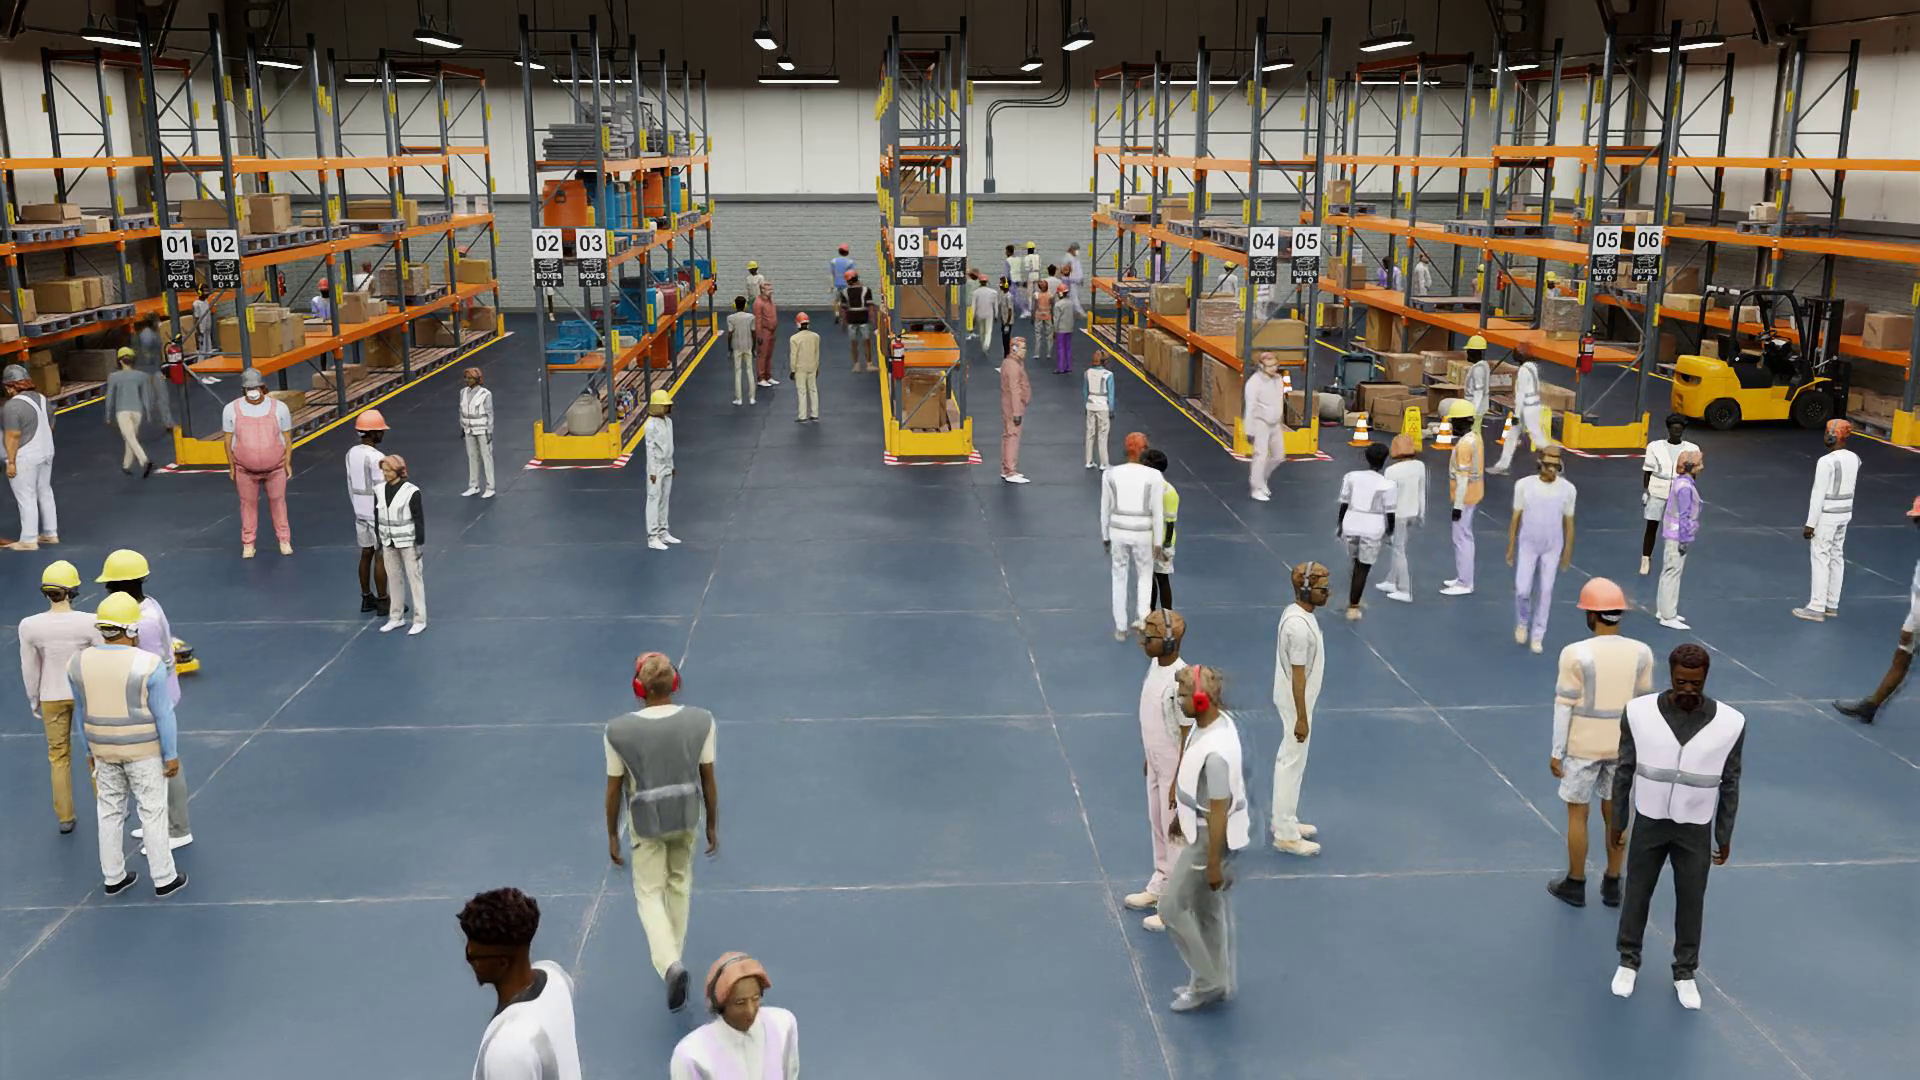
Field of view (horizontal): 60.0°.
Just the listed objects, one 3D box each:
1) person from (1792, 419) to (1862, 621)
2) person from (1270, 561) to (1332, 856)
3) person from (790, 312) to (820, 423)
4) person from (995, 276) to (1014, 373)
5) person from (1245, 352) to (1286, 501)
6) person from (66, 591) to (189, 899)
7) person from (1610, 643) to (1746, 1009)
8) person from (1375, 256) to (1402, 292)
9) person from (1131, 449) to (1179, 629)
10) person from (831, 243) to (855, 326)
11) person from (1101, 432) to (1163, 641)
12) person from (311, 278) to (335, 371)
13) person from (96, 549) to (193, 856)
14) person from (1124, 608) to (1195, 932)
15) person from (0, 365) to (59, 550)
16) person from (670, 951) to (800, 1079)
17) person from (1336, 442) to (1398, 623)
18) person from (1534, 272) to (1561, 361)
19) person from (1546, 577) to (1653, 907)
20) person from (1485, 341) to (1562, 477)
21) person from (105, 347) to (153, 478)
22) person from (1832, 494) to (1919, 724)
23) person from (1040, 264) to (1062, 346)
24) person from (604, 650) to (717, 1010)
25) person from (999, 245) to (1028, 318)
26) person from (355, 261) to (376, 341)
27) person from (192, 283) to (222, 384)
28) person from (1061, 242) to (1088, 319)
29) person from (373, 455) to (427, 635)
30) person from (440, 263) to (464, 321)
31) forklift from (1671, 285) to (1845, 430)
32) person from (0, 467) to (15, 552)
[{"bbox_3d":[8.064,-0.186,15.425,0.578,1.878,0.346,-8,16,-31],"label":"person"},{"bbox_3d":[2.110,1.029,10.325,0.328,1.844,0.514,2,13,9],"label":"person"},{"bbox_3d":[-2.488,-2.746,26.513,0.564,1.753,0.336,-11,17,-40],"label":"person"},{"bbox_3d":[0.881,-4.203,32.437,0.328,1.872,0.513,-2,13,-8],"label":"person"},{"bbox_3d":[3.773,-1.402,20.573,0.694,1.875,0.446,-11,17,-39],"label":"person"},{"bbox_3d":[-4.823,1.198,9.674,0.586,1.823,0.404,1,13,4],"label":"person"},{"bbox_3d":[3.634,1.431,8.491,0.592,1.910,0.378,5,14,21],"label":"person"},{"bbox_3d":[10.043,-5.758,39.116,0.645,1.834,0.431,11,17,38],"label":"person"},{"bbox_3d":[1.755,0.015,14.958,0.319,1.693,0.533,-7,15,-28],"label":"person"},{"bbox_3d":[-2.870,-6.272,40.855,0.646,2.030,0.456,2,13,9],"label":"person"},{"bbox_3d":[1.523,-0.028,14.766,0.572,1.866,0.410,3,14,14],"label":"person"},{"bbox_3d":[-11.829,-3.928,31.123,0.543,1.941,0.353,-4,14,-15],"label":"person"},{"bbox_3d":[-5.036,0.995,10.295,0.388,1.927,0.589,-8,15,-30],"label":"person"},{"bbox_3d":[1.149,1.273,9.295,0.342,1.844,0.506,-3,14,-11],"label":"person"},{"bbox_3d":[-10.213,-0.922,18.175,0.535,2.000,0.683,1,13,5],"label":"person"},{"bbox_3d":[-0.765,2.202,5.828,0.517,1.649,0.321,-11,17,-39],"label":"person"},{"bbox_3d":[3.787,-0.076,15.389,0.545,1.655,0.648,12,18,42],"label":"person"},{"bbox_3d":[12.069,-4.592,34.164,0.602,1.830,0.404,-3,14,-13],"label":"person"},{"bbox_3d":[3.665,1.164,9.601,0.571,1.923,0.421,-2,13,-9],"label":"person"},{"bbox_3d":[7.560,-1.718,22.025,0.972,1.835,0.570,4,14,18],"label":"person"},{"bbox_3d":[-11.024,-1.696,22.141,0.807,1.726,0.567,11,17,40],"label":"person"},{"bbox_3d":[7.147,0.550,12.286,1.032,1.875,0.557,9,16,32],"label":"person"},{"bbox_3d":[1.987,-5.116,36.376,0.510,1.844,0.854,-2,13,-6],"label":"person"},{"bbox_3d":[-1.501,1.477,8.498,0.571,1.823,0.740,-6,14,-23],"label":"person"},{"bbox_3d":[1.380,-6.669,42.887,0.922,1.883,0.591,9,16,34],"label":"person"},{"bbox_3d":[-13.433,-5.372,37.517,0.601,1.815,0.695,6,14,22],"label":"person"},{"bbox_3d":[-14.028,-3.831,30.893,0.319,1.861,0.515,0,13,0],"label":"person"},{"bbox_3d":[2.886,-6.672,42.534,1.021,2.000,0.697,7,15,26],"label":"person"},{"bbox_3d":[-5.039,0.039,14.966,0.523,1.636,0.310,5,14,21],"label":"person"},{"bbox_3d":[-12.042,-5.738,39.318,0.507,1.682,0.883,6,14,23],"label":"person"},{"bbox_3d":[12.503,-2.886,26.166,2.313,2.155,1.214,-1,13,-3],"label":"forklift"},{"bbox_3d":[-10.589,-0.851,17.973,0.381,1.995,0.611,-1,13,-3],"label":"person"}]
